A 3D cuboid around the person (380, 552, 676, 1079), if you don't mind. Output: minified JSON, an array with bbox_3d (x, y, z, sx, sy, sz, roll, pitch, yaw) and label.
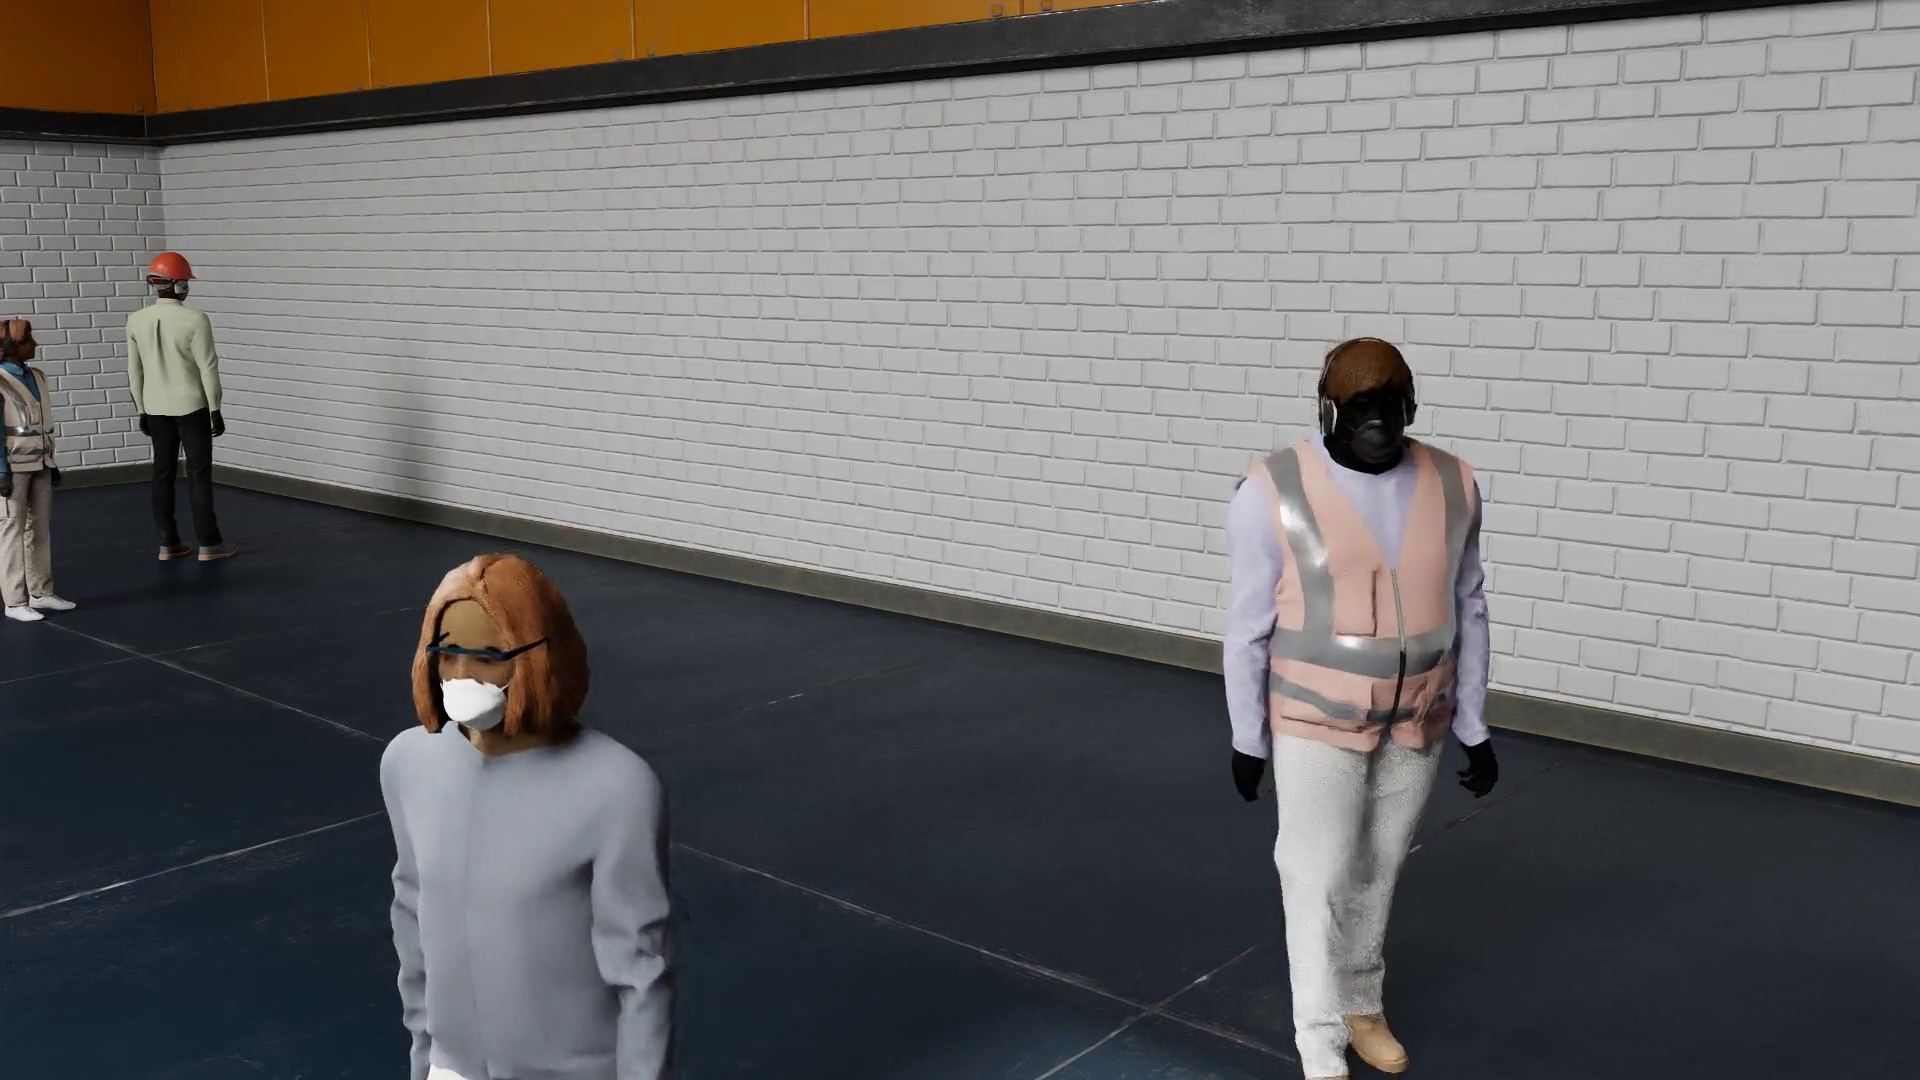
[{"bbox_3d":[-0.650,0.806,2.469,0.518,1.593,0.775,4,11,20],"label":"person"}]

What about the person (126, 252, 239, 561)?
[{"bbox_3d":[-5.059,-0.857,10.790,0.610,1.996,0.384,2,10,11],"label":"person"}]

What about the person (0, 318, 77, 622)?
[{"bbox_3d":[-5.126,-0.386,9.104,0.305,1.645,0.522,1,10,3],"label":"person"}]

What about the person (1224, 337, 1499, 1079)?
[{"bbox_3d":[0.950,0.453,3.898,0.616,1.819,0.743,-2,10,-12],"label":"person"}]
